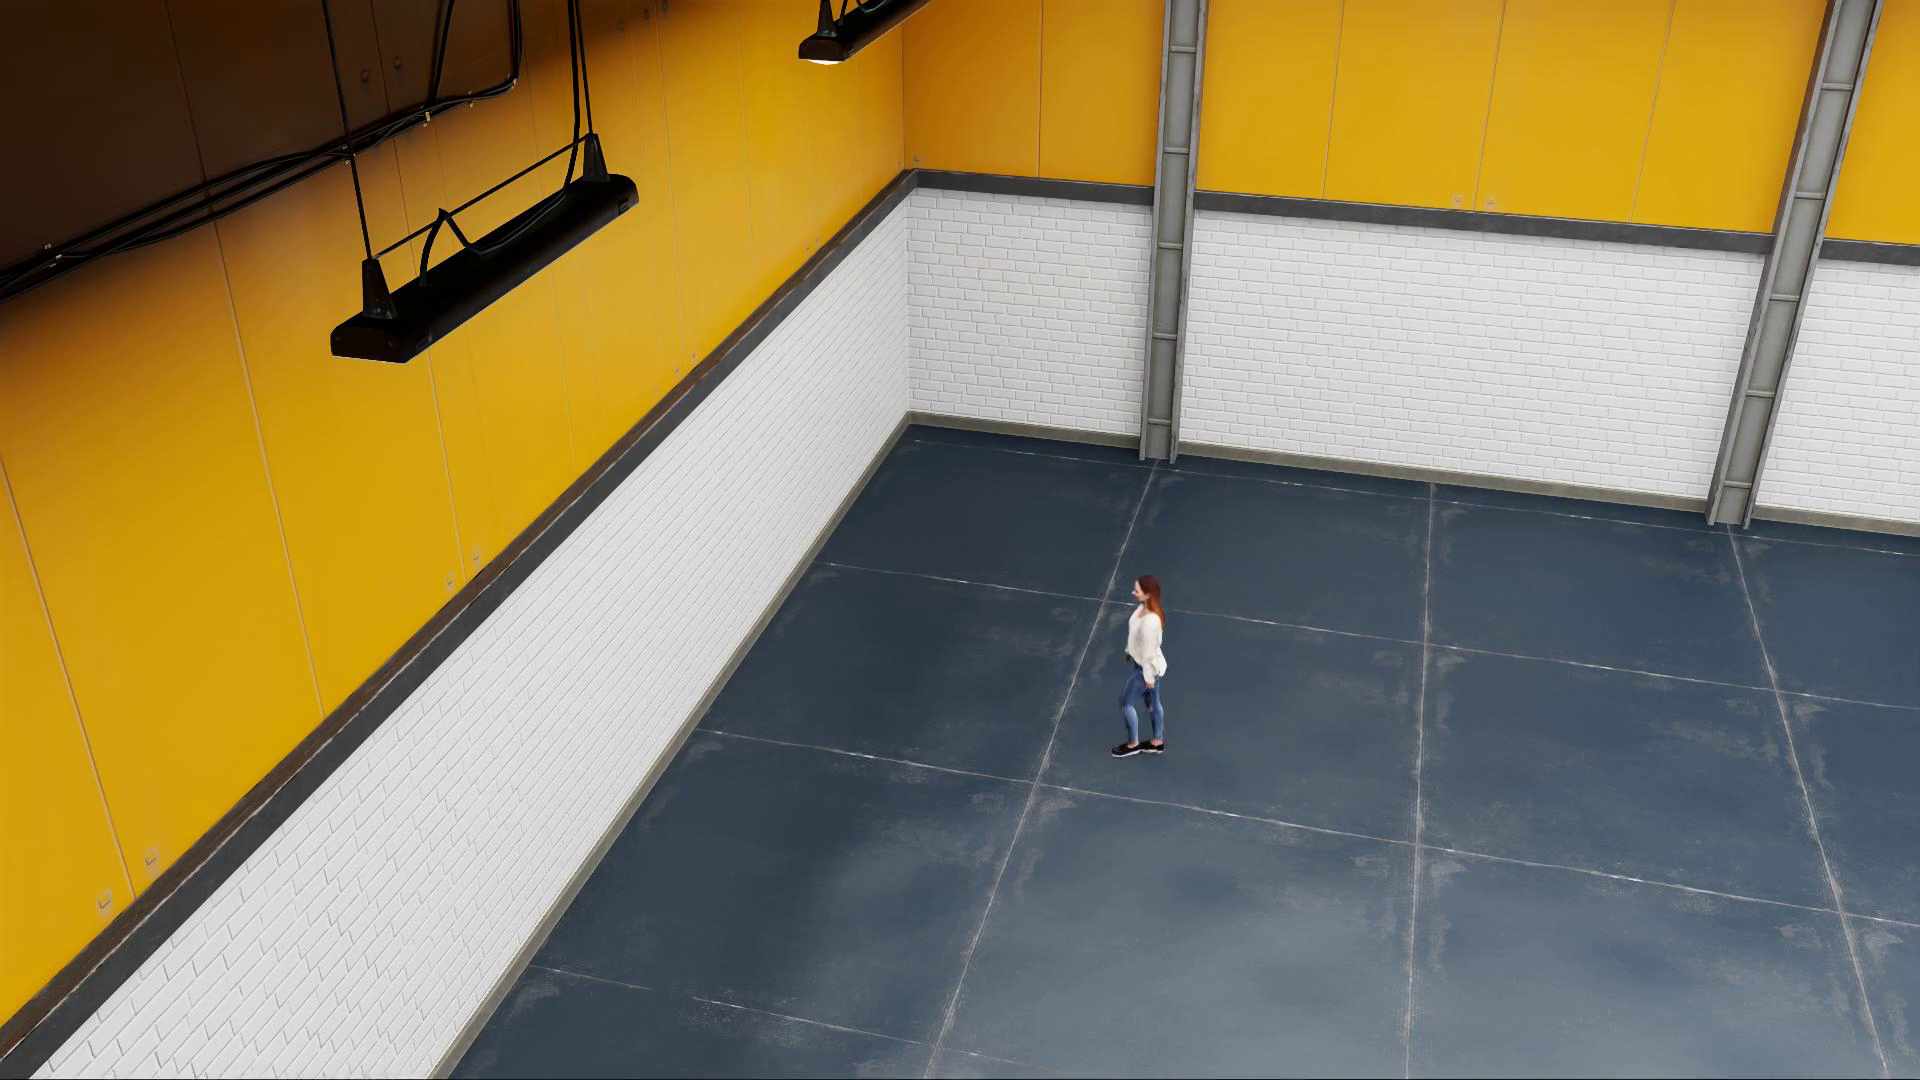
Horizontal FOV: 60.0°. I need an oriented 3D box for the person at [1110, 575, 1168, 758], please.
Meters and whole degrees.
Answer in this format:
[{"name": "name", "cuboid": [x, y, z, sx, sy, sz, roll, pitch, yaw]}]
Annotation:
[{"name": "person", "cuboid": [1.591, 1.032, 13.421, 0.677, 1.677, 0.651, 5, 29, 8]}]
